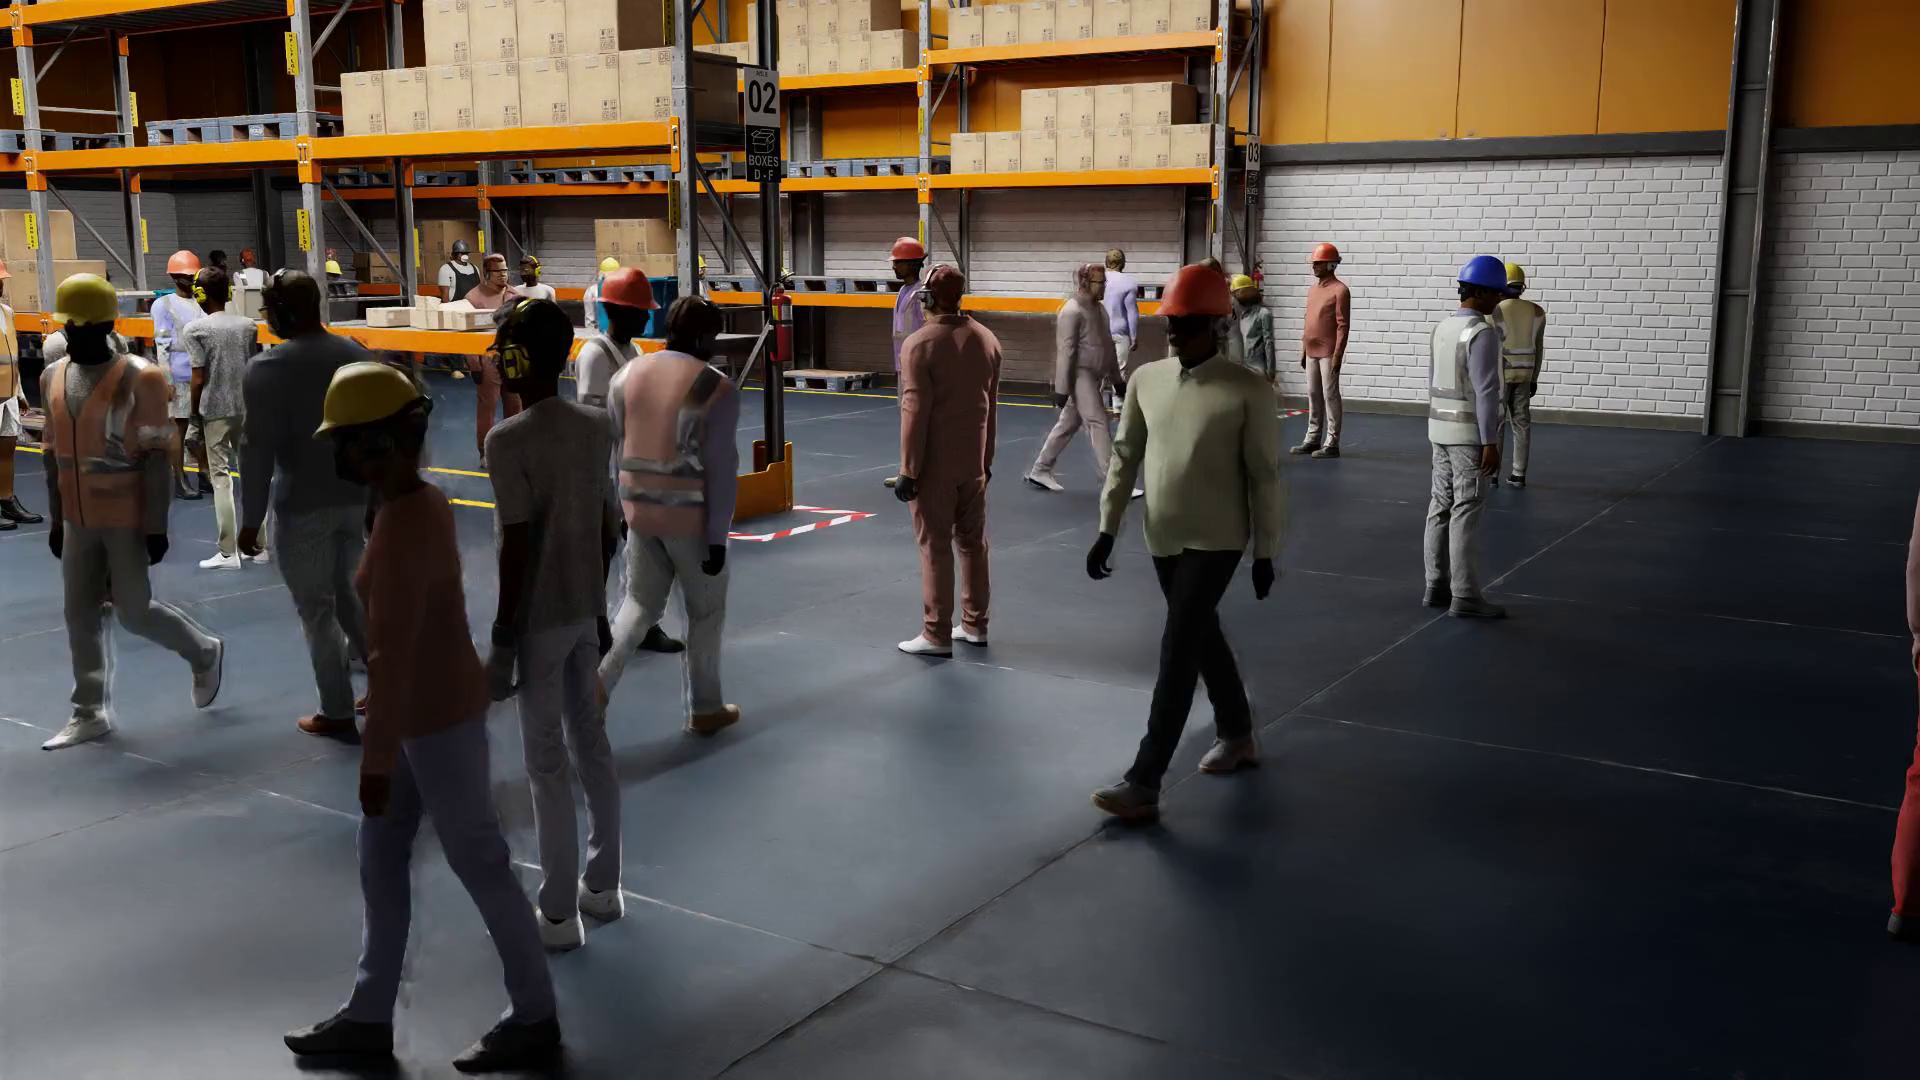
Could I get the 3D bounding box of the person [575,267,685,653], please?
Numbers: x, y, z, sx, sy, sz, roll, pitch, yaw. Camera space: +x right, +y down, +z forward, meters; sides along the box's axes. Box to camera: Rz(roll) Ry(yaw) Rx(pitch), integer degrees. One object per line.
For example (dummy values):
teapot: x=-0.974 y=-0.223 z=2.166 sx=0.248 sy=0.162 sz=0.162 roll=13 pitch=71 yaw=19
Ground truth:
person: x=-1.777 y=-0.375 z=8.111 sx=0.750 sy=1.907 sz=0.574 roll=3 pitch=11 yaw=16

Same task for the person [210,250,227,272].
person: x=-10.075 y=-2.988 z=22.594 sx=0.458 sy=1.892 sz=0.622 roll=-5 pitch=11 yaw=-25

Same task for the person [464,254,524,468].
person: x=-4.091 y=-1.583 z=14.821 sx=0.395 sy=1.900 sz=0.644 roll=8 pitch=13 yaw=39

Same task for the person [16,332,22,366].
person: x=-15.077 y=-3.701 z=26.742 sx=0.611 sy=1.825 sz=0.471 roll=5 pitch=11 yaw=24

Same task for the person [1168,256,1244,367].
person: x=2.036 y=-1.421 z=13.927 sx=0.647 sy=1.898 sz=1.011 roll=7 pitch=13 yaw=35

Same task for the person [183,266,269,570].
person: x=-4.537 y=-0.744 z=10.248 sx=0.329 sy=1.865 sz=0.515 roll=6 pitch=12 yaw=30

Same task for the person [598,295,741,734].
person: x=-1.184 y=-0.054 z=6.599 sx=0.668 sy=1.813 sz=0.772 roll=5 pitch=12 yaw=27

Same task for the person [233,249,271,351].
person: x=-10.561 y=-3.389 z=24.835 sx=0.355 sy=1.887 sz=0.573 roll=8 pitch=13 yaw=37

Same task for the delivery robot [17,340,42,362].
delivery robot: x=-14.779 y=-2.992 z=26.049 sx=0.477 sy=0.478 sz=0.707 roll=9 pitch=14 yaw=39

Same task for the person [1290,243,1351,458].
person: x=3.386 y=-1.763 z=15.529 sx=0.380 sy=1.995 sz=0.611 roll=-4 pitch=11 yaw=-23

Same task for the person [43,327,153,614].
person: x=-4.713 y=-0.523 z=9.085 sx=0.327 sy=1.839 sz=0.515 roll=3 pitch=11 yaw=18

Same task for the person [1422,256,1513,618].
person: x=2.743 y=-0.554 z=8.989 sx=0.402 sy=1.937 sz=0.603 roll=-2 pitch=10 yaw=-11

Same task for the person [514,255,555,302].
person: x=-4.450 y=-2.033 z=17.385 sx=0.532 sy=1.864 sz=0.312 roll=2 pitch=10 yaw=11

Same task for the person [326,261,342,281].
person: x=-7.892 y=-2.622 z=20.927 sx=0.328 sy=1.765 sz=0.527 roll=-2 pitch=10 yaw=-11

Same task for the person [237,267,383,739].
person: x=-2.593 y=-0.126 z=6.688 sx=0.415 sy=1.921 sz=0.635 roll=4 pitch=11 yaw=22

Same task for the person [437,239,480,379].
person: x=-7.271 y=-3.398 z=24.458 sx=0.538 sy=2.000 sz=0.686 roll=7 pitch=13 yaw=36

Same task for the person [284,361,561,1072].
person: x=-1.355 y=0.446 z=3.997 sx=0.772 sy=1.721 sz=0.650 roll=-3 pitch=11 yaw=-14

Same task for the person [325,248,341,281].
person: x=-9.875 y=-3.635 z=26.165 sx=0.405 sy=1.902 sz=0.636 roll=-7 pitch=12 yaw=-34

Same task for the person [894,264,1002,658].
person: x=-0.087 y=-0.386 z=8.142 sx=0.403 sy=1.906 sz=0.652 roll=9 pitch=14 yaw=41

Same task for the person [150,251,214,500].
person: x=-6.030 y=-1.291 z=13.069 sx=0.356 sy=1.938 sz=0.543 roll=4 pitch=11 yaw=23

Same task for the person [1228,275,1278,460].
person: x=2.647 y=-1.544 z=15.112 sx=0.383 sy=1.708 sz=0.599 roll=-8 pitch=13 yaw=-37

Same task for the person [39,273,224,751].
person: x=-3.412 y=-0.131 z=6.769 sx=0.621 sy=1.902 sz=0.691 roll=3 pitch=11 yaw=17

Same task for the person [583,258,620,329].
person: x=-3.904 y=-2.232 z=18.601 sx=0.591 sy=1.824 sz=0.404 roll=-9 pitch=14 yaw=-42

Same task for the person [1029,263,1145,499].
person: x=0.979 y=-1.270 z=13.222 sx=1.033 sy=1.853 sz=0.628 roll=4 pitch=11 yaw=23

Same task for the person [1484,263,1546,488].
person: x=4.472 y=-1.334 z=13.627 sx=0.588 sy=1.823 sz=0.403 roll=-2 pitch=10 yaw=-12

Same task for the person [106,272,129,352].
person: x=-10.983 y=-2.696 z=21.605 sx=0.820 sy=1.664 sz=0.531 roll=1 pitch=10 yaw=5

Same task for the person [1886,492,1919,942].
person: x=2.875 y=0.321 z=4.615 sx=0.310 sy=1.766 sz=0.535 roll=-3 pitch=11 yaw=-16

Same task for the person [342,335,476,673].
person: x=-2.627 y=-0.141 z=7.622 sx=0.790 sy=1.601 sz=0.512 roll=3 pitch=11 yaw=15

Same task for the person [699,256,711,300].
person: x=-3.455 y=-2.838 z=21.916 sx=0.404 sy=1.836 sz=0.600 roll=-5 pitch=12 yaw=-27

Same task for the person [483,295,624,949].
person: x=-1.183 y=0.241 z=4.770 sx=0.329 sy=1.873 sz=0.508 roll=4 pitch=11 yaw=23

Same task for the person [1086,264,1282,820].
person: x=0.832 y=-0.015 z=6.020 sx=1.050 sy=1.942 sz=0.603 roll=-9 pitch=14 yaw=-42

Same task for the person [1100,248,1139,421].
person: x=1.724 y=-2.306 z=18.719 sx=0.628 sy=1.932 sz=0.361 roll=7 pitch=12 yaw=34

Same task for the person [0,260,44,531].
person: x=-6.768 y=-1.042 z=11.689 sx=0.359 sy=1.939 sz=0.542 roll=1 pitch=10 yaw=7

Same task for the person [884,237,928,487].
person: x=-0.408 y=-1.403 z=13.399 sx=0.376 sy=2.042 sz=0.615 roll=-4 pitch=11 yaw=-21

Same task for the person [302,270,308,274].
person: x=-7.846 y=-2.462 z=20.325 sx=0.863 sy=1.662 sz=0.540 roll=4 pitch=11 yaw=21
